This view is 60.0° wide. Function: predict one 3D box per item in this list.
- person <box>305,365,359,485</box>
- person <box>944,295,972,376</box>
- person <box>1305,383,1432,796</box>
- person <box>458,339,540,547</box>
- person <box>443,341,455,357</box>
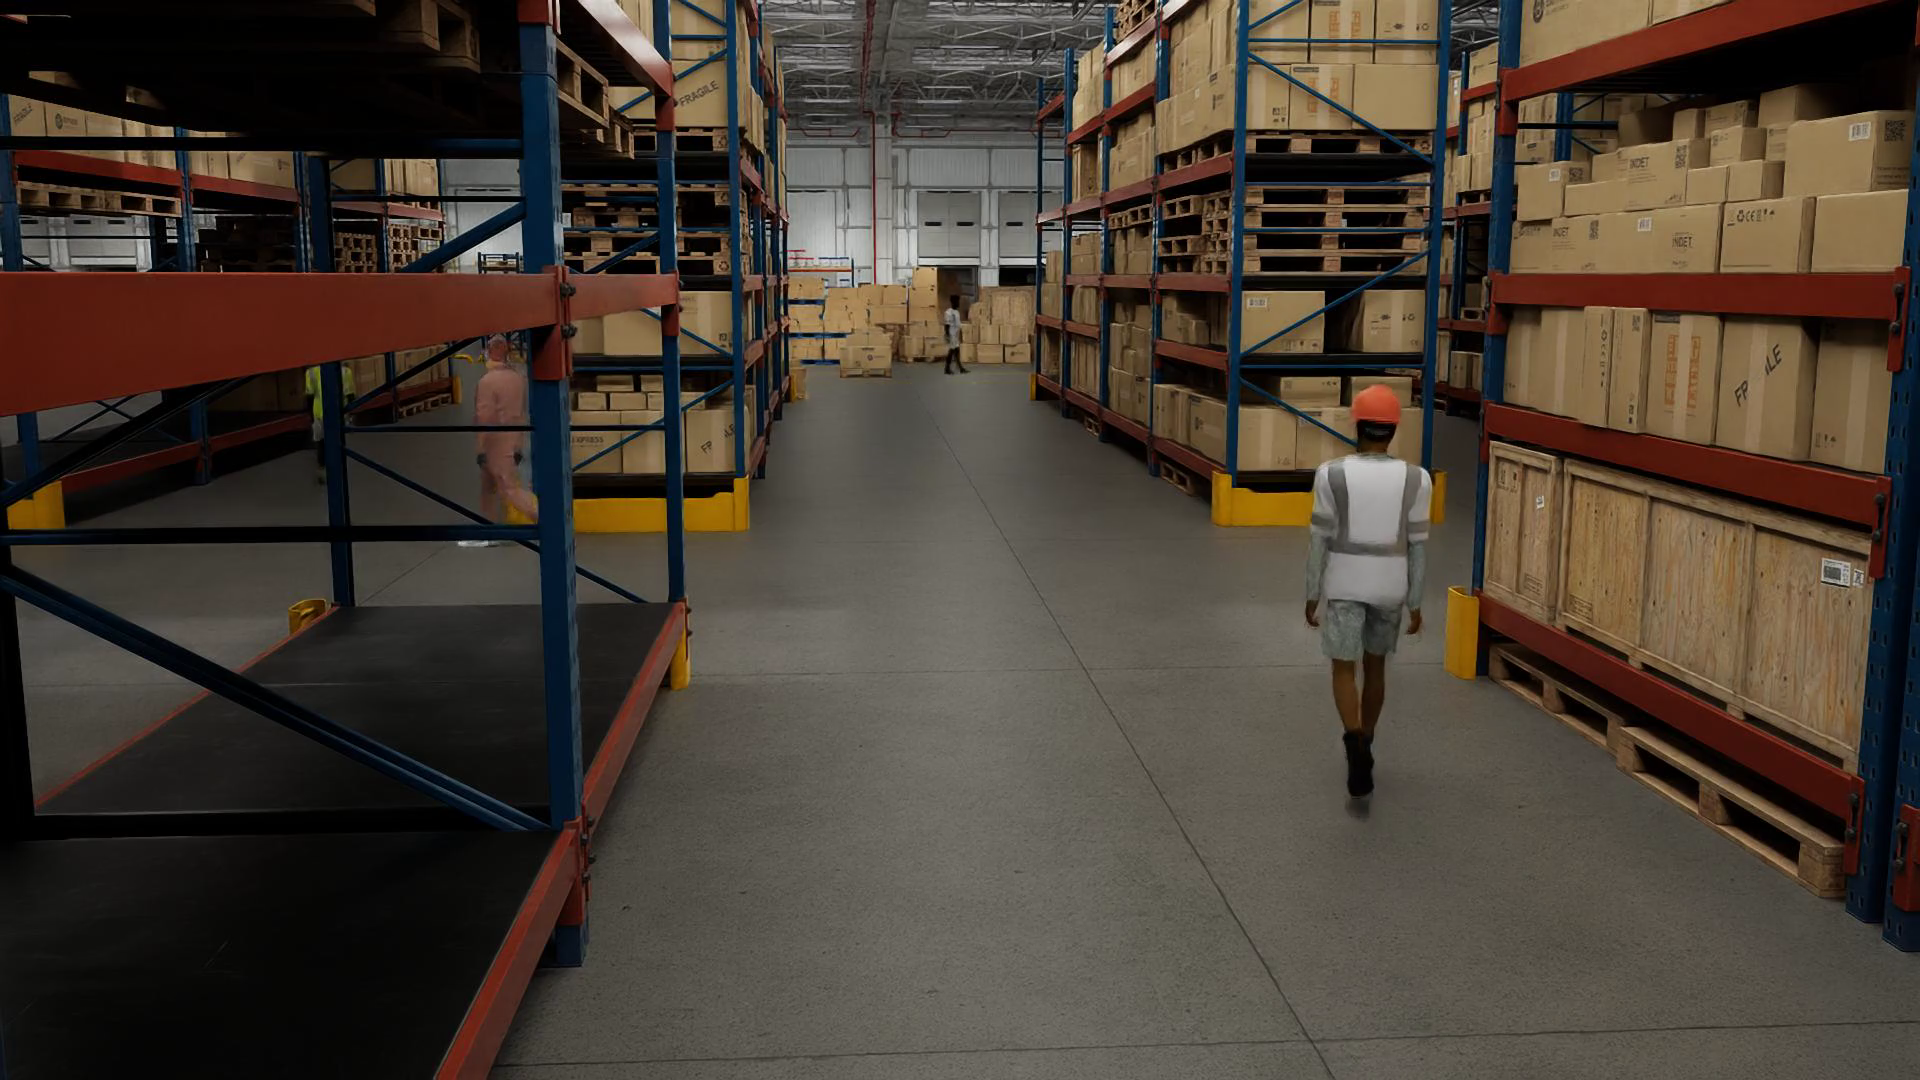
[{"bbox_3d":[-7.078,-1.414,18.768,0.534,1.685,0.368,-1,9,-5],"label":"person"},{"bbox_3d":[-0.023,-4.894,39.802,0.885,1.932,0.632,4,10,22],"label":"person"},{"bbox_3d":[1.904,0.227,7.754,0.551,1.910,0.845,1,9,5],"label":"person"},{"bbox_3d":[-3.992,-0.836,14.618,0.917,1.856,0.670,1,9,8],"label":"person"},{"bbox_3d":[-10.996,-4.020,35.208,0.551,1.644,0.861,-7,11,-36],"label":"person"}]
